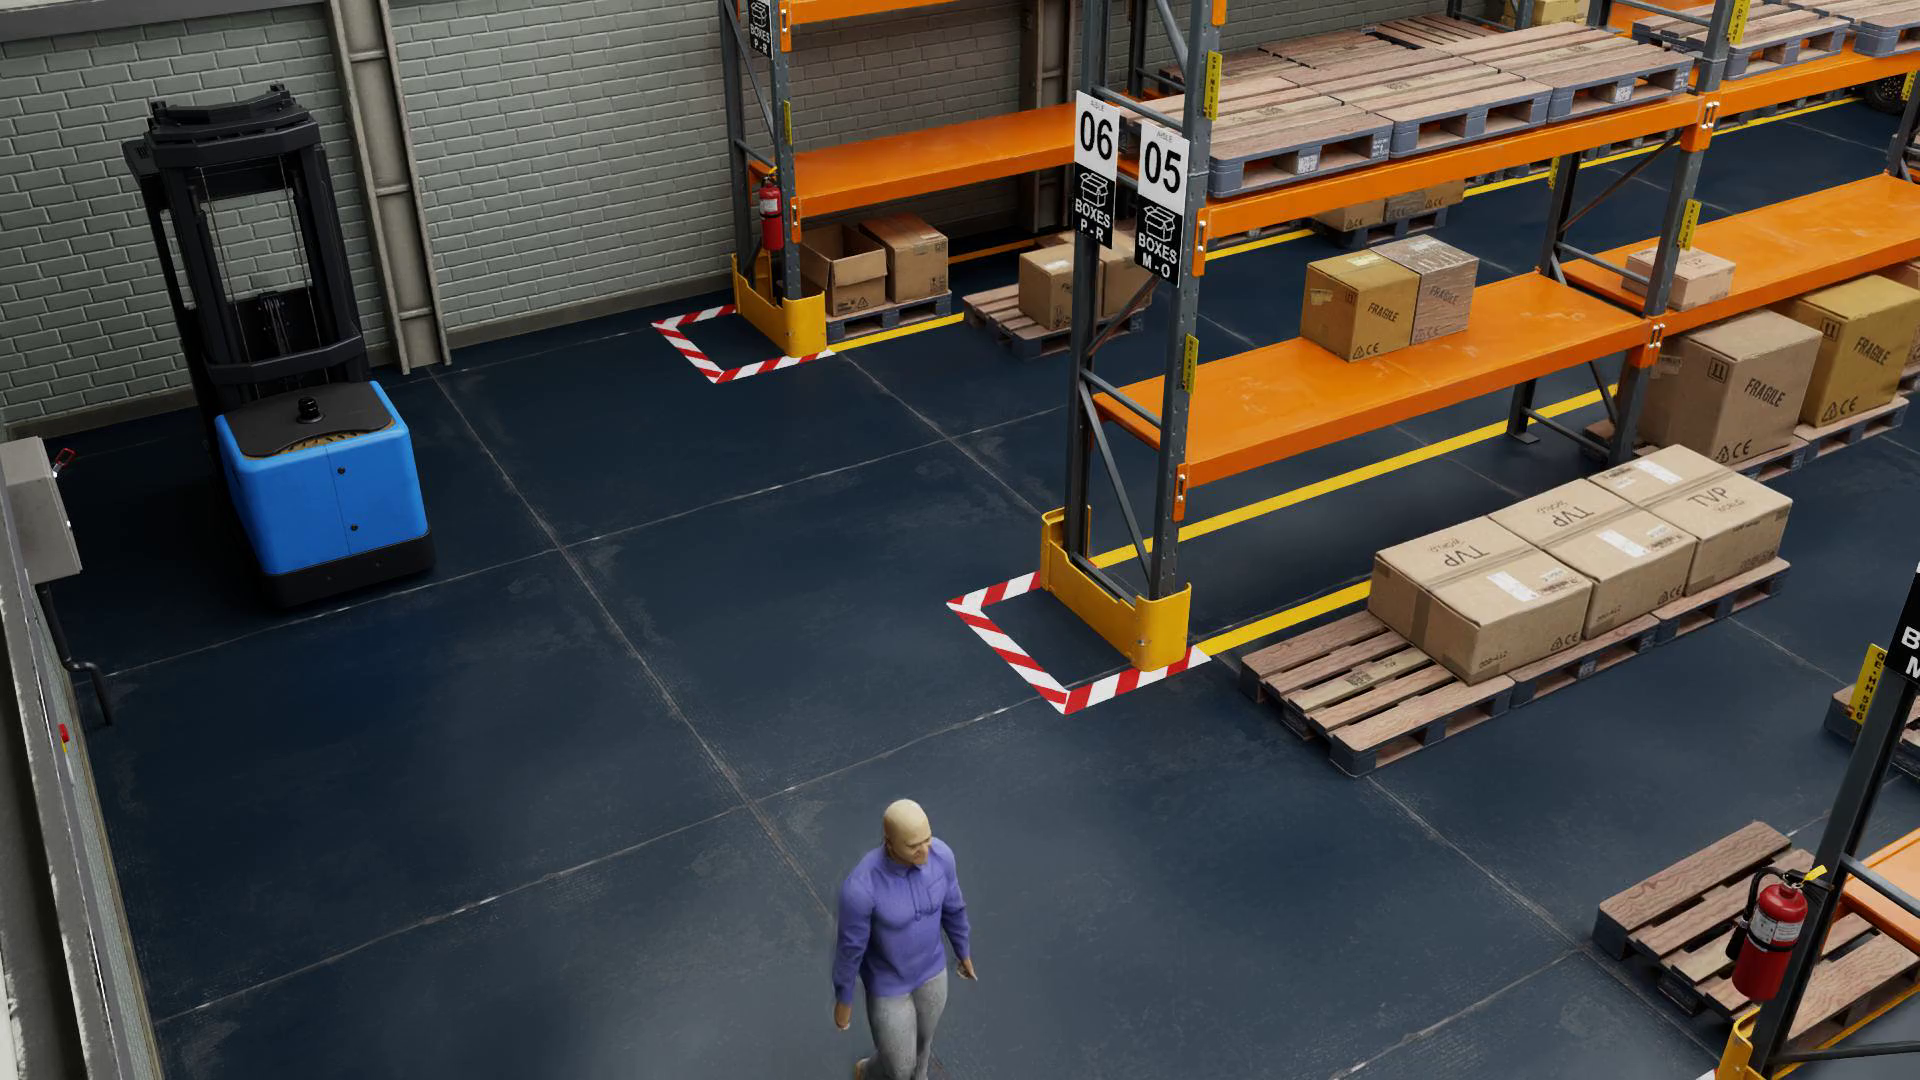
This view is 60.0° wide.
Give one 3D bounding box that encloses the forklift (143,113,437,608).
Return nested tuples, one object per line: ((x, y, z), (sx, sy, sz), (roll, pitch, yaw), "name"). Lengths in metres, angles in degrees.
((-4.289, -1.259, 10.509), (1.129, 2.768, 1.873), (-17, 36, -26), "forklift")

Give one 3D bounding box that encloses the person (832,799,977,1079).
((-0.227, 1.752, 6.663), (0.635, 1.788, 0.453), (-22, 38, -32), "person")

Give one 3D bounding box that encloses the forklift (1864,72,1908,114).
((11.468, -5.645, 18.244), (1.214, 2.155, 2.313), (-17, 36, -26), "forklift")
